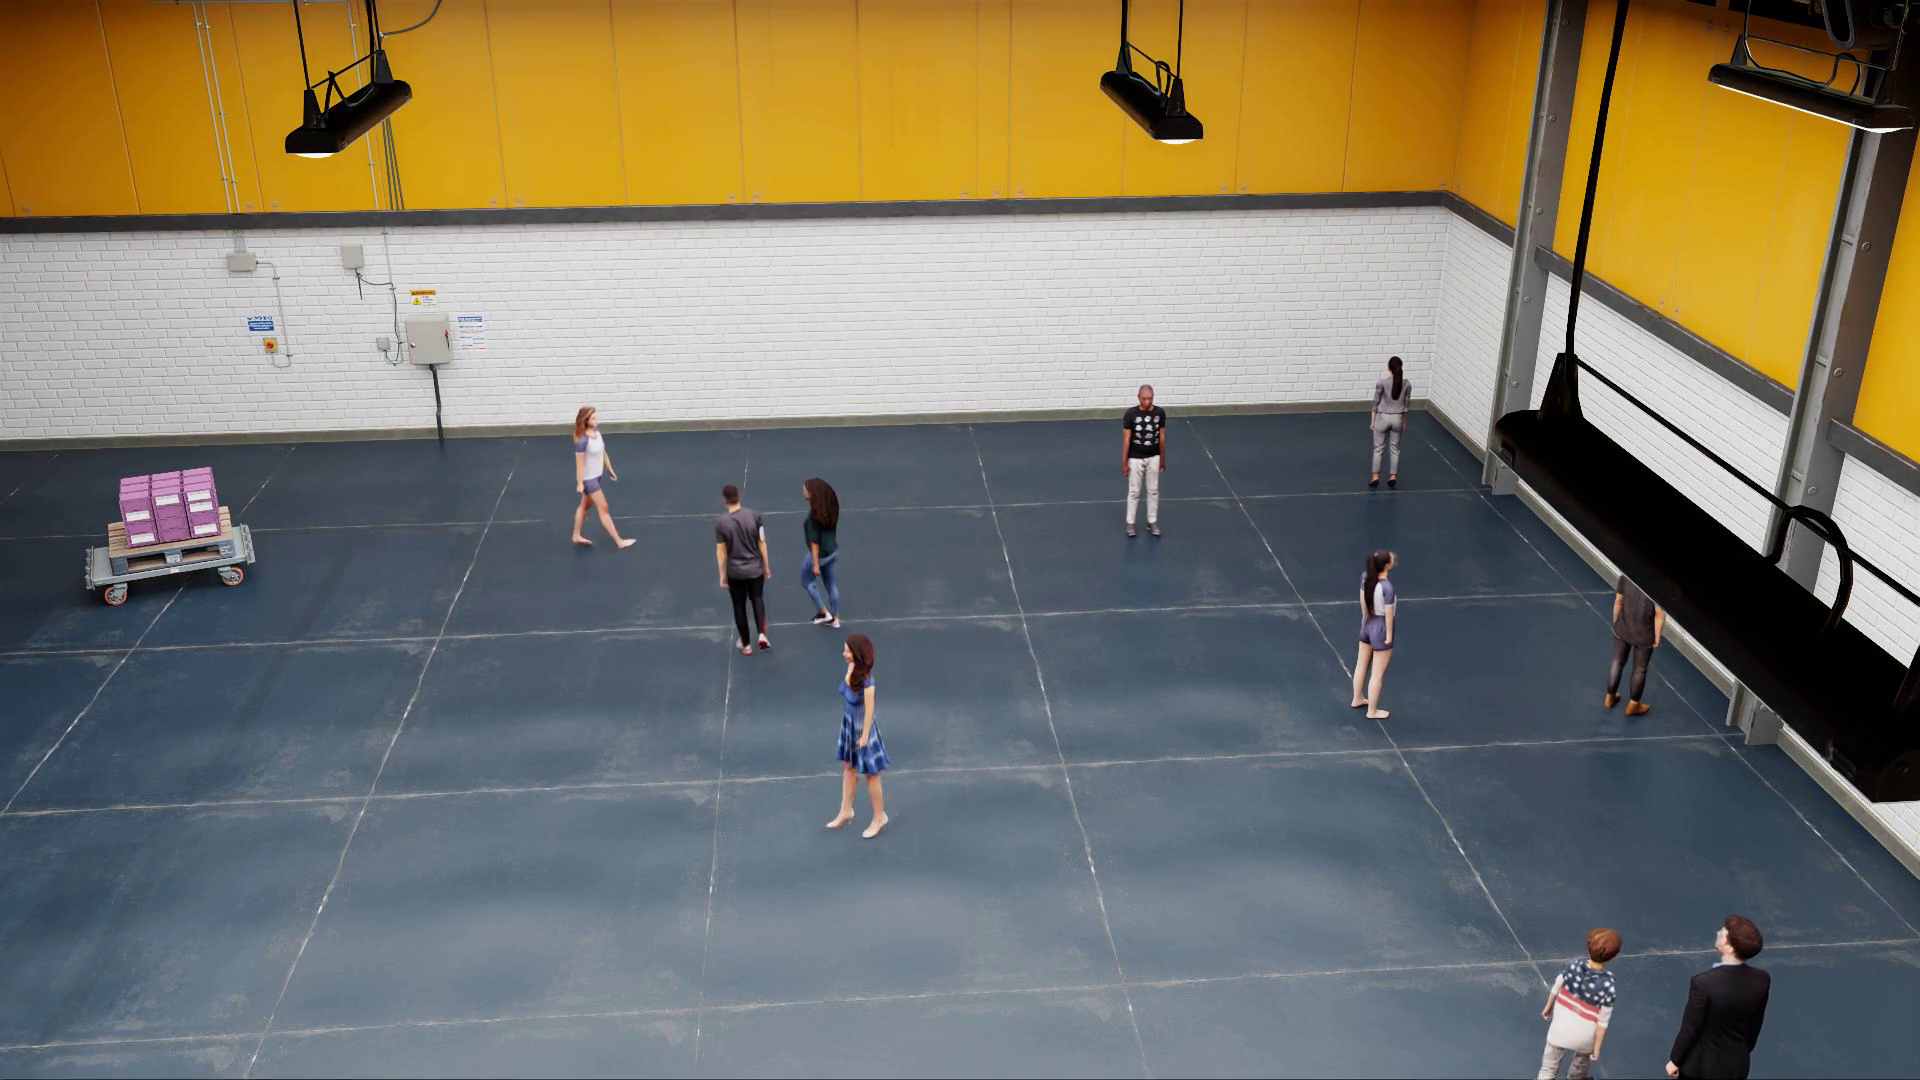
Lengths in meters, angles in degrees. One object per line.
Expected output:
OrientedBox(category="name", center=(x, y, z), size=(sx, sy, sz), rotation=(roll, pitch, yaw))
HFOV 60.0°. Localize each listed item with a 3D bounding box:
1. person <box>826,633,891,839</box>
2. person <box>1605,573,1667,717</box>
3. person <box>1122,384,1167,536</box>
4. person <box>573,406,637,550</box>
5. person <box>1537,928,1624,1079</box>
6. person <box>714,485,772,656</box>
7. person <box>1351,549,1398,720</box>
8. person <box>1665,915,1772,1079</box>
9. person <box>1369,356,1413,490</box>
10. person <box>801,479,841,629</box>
OrientedBox(category="person", center=(-0.776, 1.559, 13.297), size=(0.839, 1.803, 0.769), rotation=(-11, 26, -23))
OrientedBox(category="person", center=(6.178, 0.784, 15.184), size=(0.767, 1.712, 0.669), rotation=(-19, 30, -36))
OrientedBox(category="person", center=(2.099, -0.931, 18.995), size=(0.666, 1.801, 0.616), rotation=(-3, 24, -8))
OrientedBox(category="person", center=(-4.209, -0.688, 18.582), size=(0.848, 1.686, 1.043), rotation=(4, 24, 10))
OrientedBox(category="person", center=(3.811, 3.064, 10.353), size=(1.004, 1.404, 1.030), rotation=(19, 30, 37))
OrientedBox(category="person", center=(-2.080, 0.340, 16.166), size=(0.769, 1.738, 0.852), rotation=(-7, 24, -15))
OrientedBox(category="person", center=(3.782, 0.838, 15.141), size=(0.718, 1.648, 0.578), rotation=(-10, 26, -22))
OrientedBox(category="person", center=(4.444, 3.032, 9.813), size=(0.720, 1.895, 0.627), rotation=(-5, 24, -11))
OrientedBox(category="person", center=(5.230, -1.426, 20.283), size=(0.602, 1.676, 0.561), rotation=(-2, 24, -4))
OrientedBox(category="person", center=(-1.331, 0.172, 16.720), size=(0.794, 1.603, 0.721), rotation=(12, 26, 25))
